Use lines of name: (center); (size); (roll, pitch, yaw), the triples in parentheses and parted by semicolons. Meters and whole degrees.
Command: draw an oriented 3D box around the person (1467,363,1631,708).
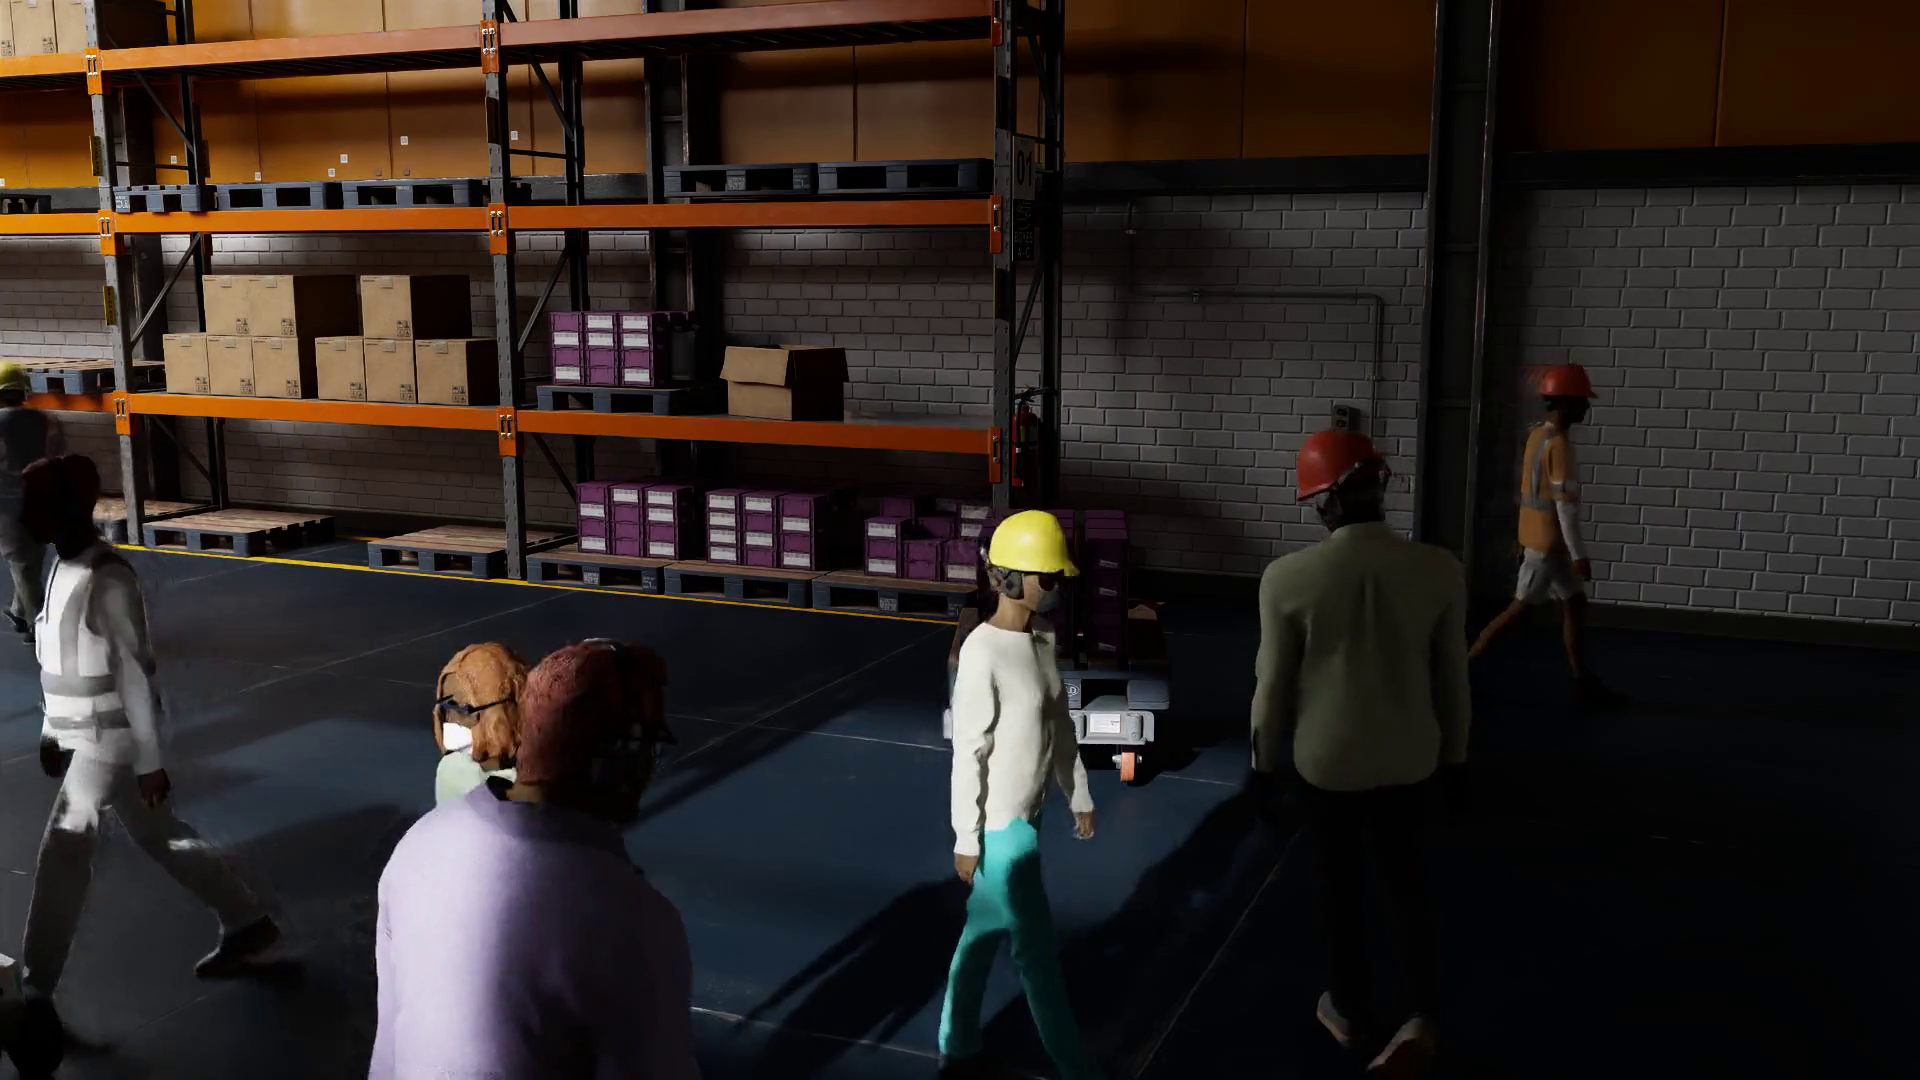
person: (3.135, -0.011, 9.008); (0.979, 1.899, 0.549); (2, 10, 13)

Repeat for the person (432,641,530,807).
person: (-0.986, 0.993, 3.893); (0.500, 1.585, 0.857); (8, 12, 39)

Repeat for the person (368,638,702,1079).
person: (-0.602, 1.065, 2.669); (0.686, 1.842, 1.015); (9, 13, 44)

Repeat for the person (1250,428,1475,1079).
person: (1.193, 0.655, 4.870); (0.656, 1.945, 0.813); (0, 9, 2)

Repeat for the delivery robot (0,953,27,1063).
delivery robot: (-3.069, 1.295, 4.879); (0.707, 0.478, 0.477); (7, 12, 35)

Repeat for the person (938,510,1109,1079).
person: (0.259, 0.784, 4.682); (0.782, 1.732, 0.535); (4, 10, 23)

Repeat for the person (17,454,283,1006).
person: (-2.728, 0.625, 5.375); (1.010, 1.839, 0.595); (-7, 12, -36)

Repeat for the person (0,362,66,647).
person: (-6.038, -0.229, 10.586); (0.918, 1.781, 0.613); (7, 12, 36)
